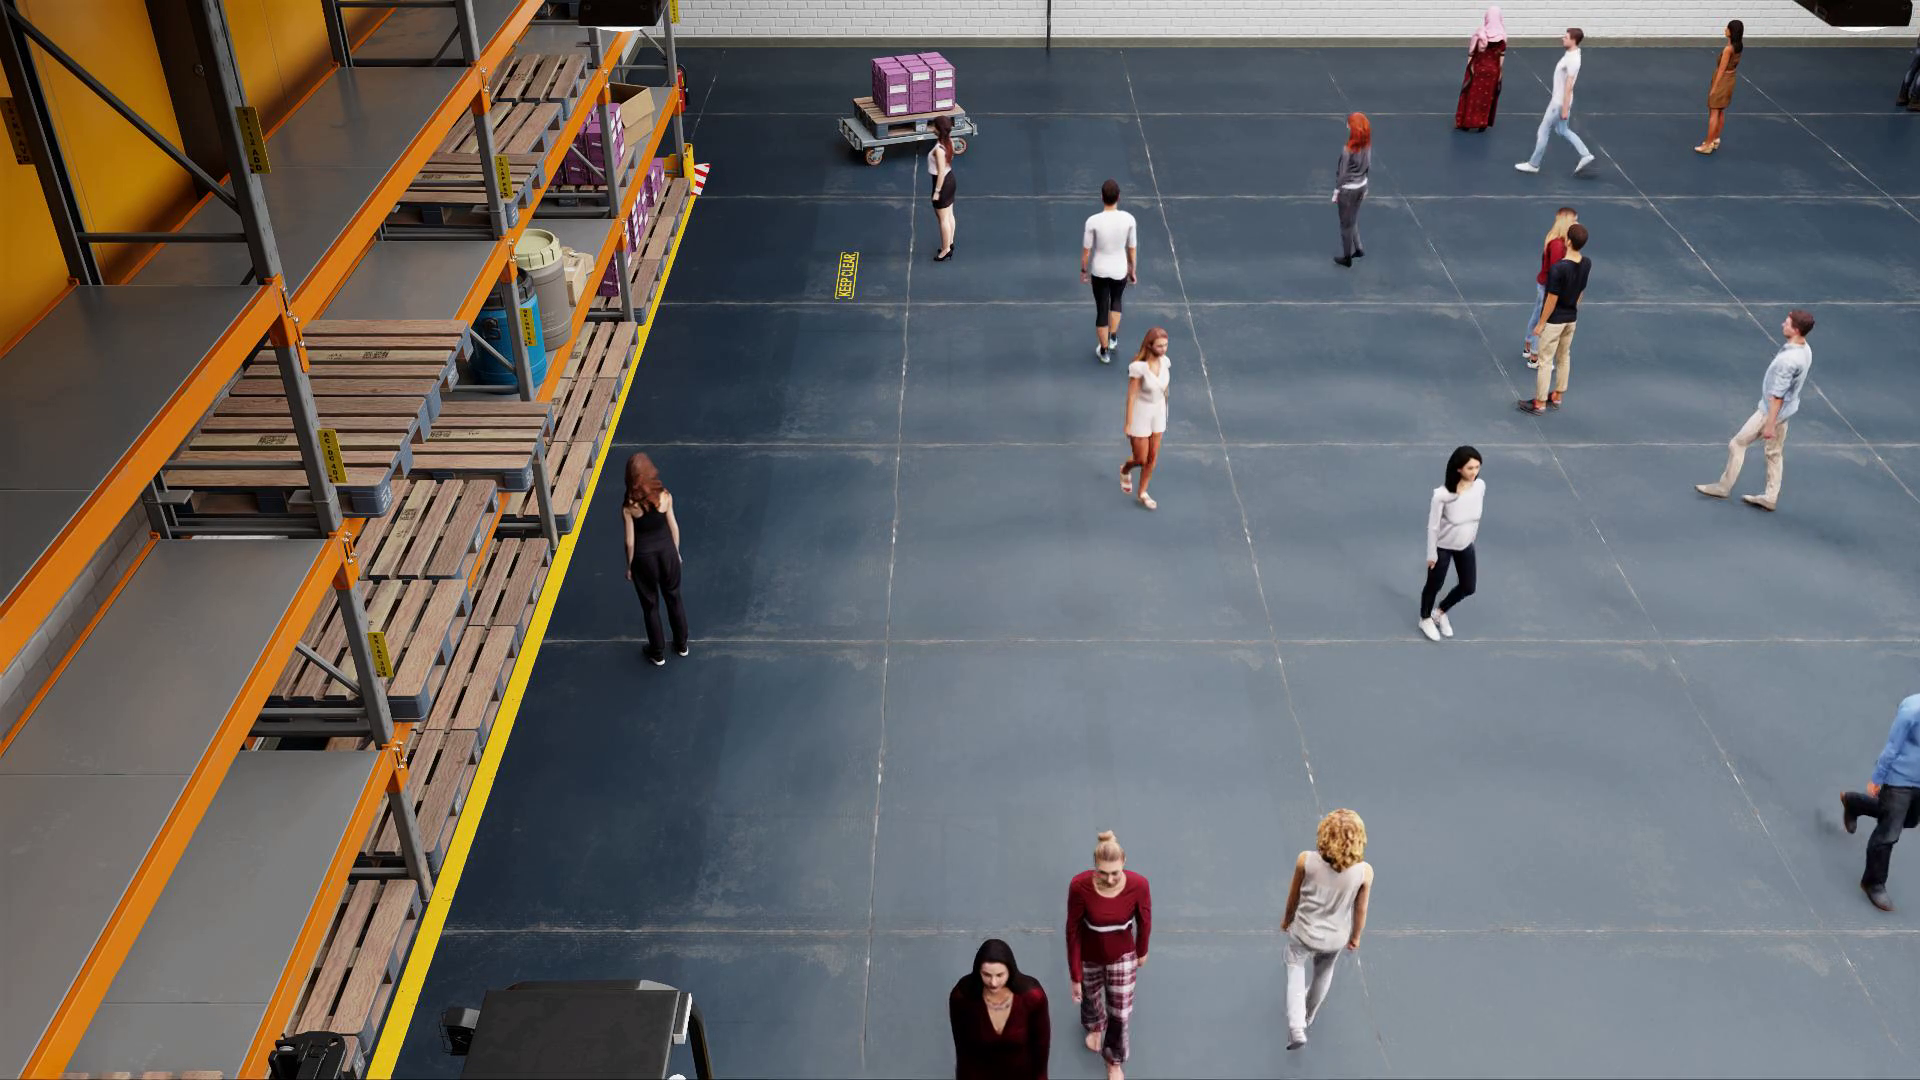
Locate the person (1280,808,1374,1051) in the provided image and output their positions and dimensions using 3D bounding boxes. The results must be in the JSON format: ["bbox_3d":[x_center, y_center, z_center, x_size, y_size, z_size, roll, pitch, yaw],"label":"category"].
[{"bbox_3d":[1.993,2.193,9.242,0.703,1.661,0.895,7,34,10],"label":"person"}]

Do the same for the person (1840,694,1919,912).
[{"bbox_3d":[5.845,1.400,10.316,0.745,1.795,1.066,-4,34,-6],"label":"person"}]

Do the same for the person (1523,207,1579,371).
[{"bbox_3d":[5.780,-2.485,16.305,0.698,1.634,0.517,5,34,8],"label":"person"}]

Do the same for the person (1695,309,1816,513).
[{"bbox_3d":[6.926,-1.039,13.955,1.011,1.828,0.963,26,41,33],"label":"person"}]

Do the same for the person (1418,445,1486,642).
[{"bbox_3d":[3.646,-0.010,12.532,0.718,1.690,0.712,-11,35,-17],"label":"person"}]

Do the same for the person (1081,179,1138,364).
[{"bbox_3d":[1.476,-2.589,16.279,0.725,1.837,0.737,-3,34,-5],"label":"person"}]

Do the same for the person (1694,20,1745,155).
[{"bbox_3d":[9.733,-5.789,21.230,0.695,1.686,0.617,24,40,31],"label":"person"}]

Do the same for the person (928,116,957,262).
[{"bbox_3d":[-0.185,-3.897,18.416,0.665,1.648,0.527,9,35,13],"label":"person"}]

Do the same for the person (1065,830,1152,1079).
[{"bbox_3d":[0.787,2.216,9.191,0.630,1.680,0.721,2,34,2],"label":"person"}]

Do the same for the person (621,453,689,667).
[{"bbox_3d":[-2.255,0.141,12.256,0.666,1.743,0.673,-18,38,-25],"label":"person"}]

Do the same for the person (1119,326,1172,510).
[{"bbox_3d":[1.540,-1.075,14.139,0.746,1.685,0.813,-18,38,-25],"label":"person"}]

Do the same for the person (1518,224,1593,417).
[{"bbox_3d":[5.565,-2.044,15.441,0.725,1.857,0.714,-18,38,-25],"label":"person"}]

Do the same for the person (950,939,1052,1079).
[{"bbox_3d":[0.214,2.621,8.552,0.707,1.713,1.123,-2,34,-3],"label":"person"}]

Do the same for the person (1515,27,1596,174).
[{"bbox_3d":[7.499,-5.368,20.471,1.016,1.824,1.180,12,36,18],"label":"person"}]

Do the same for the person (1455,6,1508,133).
[{"bbox_3d":[6.903,-6.200,21.897,0.730,1.632,0.674,6,34,8],"label":"person"}]

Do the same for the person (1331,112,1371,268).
[{"bbox_3d":[4.323,-3.760,18.109,0.726,1.761,0.776,-21,39,-29],"label":"person"}]
